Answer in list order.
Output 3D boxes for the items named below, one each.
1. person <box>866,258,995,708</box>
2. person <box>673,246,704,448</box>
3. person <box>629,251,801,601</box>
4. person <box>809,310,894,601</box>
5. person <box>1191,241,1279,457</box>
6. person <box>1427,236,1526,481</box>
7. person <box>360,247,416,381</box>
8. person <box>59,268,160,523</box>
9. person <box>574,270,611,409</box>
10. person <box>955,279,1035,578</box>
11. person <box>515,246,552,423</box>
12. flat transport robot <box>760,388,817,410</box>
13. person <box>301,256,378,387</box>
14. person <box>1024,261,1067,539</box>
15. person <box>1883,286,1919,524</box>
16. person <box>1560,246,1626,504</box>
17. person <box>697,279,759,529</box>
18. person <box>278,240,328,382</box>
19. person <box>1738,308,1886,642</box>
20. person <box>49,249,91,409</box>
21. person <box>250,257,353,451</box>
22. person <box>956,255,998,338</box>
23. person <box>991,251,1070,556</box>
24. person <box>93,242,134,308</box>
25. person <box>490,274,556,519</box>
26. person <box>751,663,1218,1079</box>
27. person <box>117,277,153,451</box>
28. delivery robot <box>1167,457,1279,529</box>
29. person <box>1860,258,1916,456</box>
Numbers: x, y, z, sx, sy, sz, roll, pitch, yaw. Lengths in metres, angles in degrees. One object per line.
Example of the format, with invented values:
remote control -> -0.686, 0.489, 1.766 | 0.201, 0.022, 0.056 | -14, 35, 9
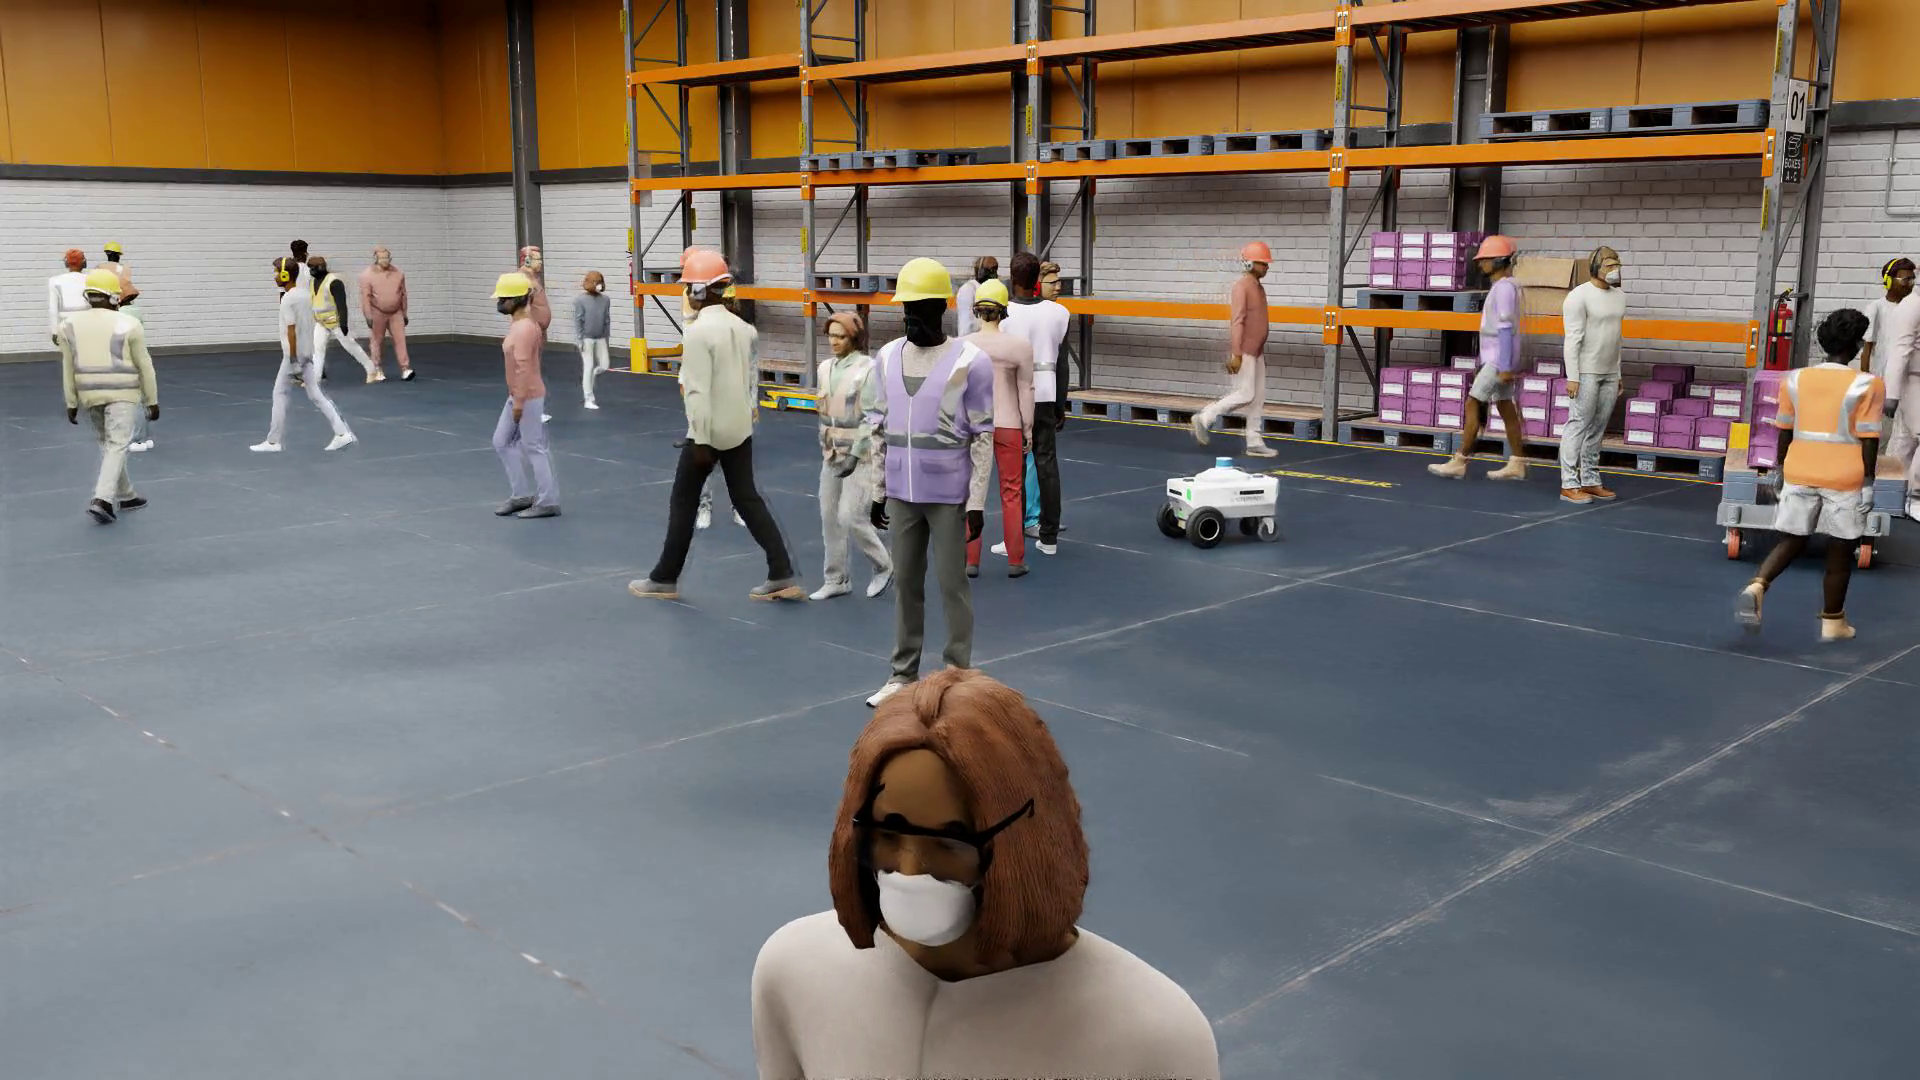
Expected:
person -> -0.137, -0.215, 7.026 | 0.584, 1.928, 0.367 | 6, 12, 30
person -> -2.427, -1.785, 15.596 | 0.698, 1.921, 0.563 | 5, 11, 24
person -> -1.344, -0.614, 9.171 | 0.999, 1.945, 0.636 | 5, 11, 25
person -> -0.597, -0.446, 9.115 | 0.440, 1.620, 0.530 | -10, 14, -44
person -> 2.563, -1.745, 15.257 | 0.733, 1.966, 0.625 | 5, 12, 27
person -> 4.299, -1.483, 13.717 | 0.922, 2.004, 0.633 | 3, 11, 17
person -> -7.944, -3.116, 23.069 | 0.689, 1.845, 1.011 | -8, 13, -38
person -> -6.081, -1.035, 11.876 | 0.607, 1.796, 0.910 | 0, 10, 1
person -> -4.333, -2.352, 19.535 | 0.495, 1.622, 0.431 | -10, 14, -43
person -> 0.183, -0.651, 9.842 | 0.525, 1.769, 0.327 | 1, 10, 7
person -> -4.640, -2.230, 18.078 | 0.403, 1.904, 0.651 | -1, 10, -7
flat transport robot -> -1.596, -1.611, 19.159 | 1.431, 0.197, 0.652 | 10, 14, 43
person -> -8.403, -2.958, 22.469 | 0.645, 1.772, 1.066 | 7, 13, 34
person -> 0.518, -0.942, 11.207 | 0.390, 1.847, 0.563 | 4, 11, 19
person -> 6.794, -1.032, 11.616 | 0.787, 1.869, 0.592 | -8, 13, -37
person -> 4.823, -1.251, 12.642 | 0.636, 1.939, 0.364 | -7, 12, -33
person -> -1.630, -0.948, 11.523 | 0.487, 1.744, 0.312 | -3, 11, -14
person -> -9.084, -3.164, 23.009 | 0.608, 1.963, 0.374 | -2, 11, -13
person -> 4.206, -0.297, 8.173 | 0.662, 1.678, 0.541 | -6, 12, -31
person -> -10.333, -2.485, 19.612 | 0.601, 1.846, 0.889 | -2, 11, -13
person -> -6.192, -1.728, 15.561 | 0.926, 1.830, 0.530 | 2, 11, 8
person -> 0.204, -1.876, 16.354 | 0.488, 1.829, 0.647 | 8, 13, 37
person -> 0.421, -0.842, 10.474 | 0.587, 1.917, 0.390 | -5, 11, -24
person -> -13.063, -3.645, 25.757 | 0.584, 1.918, 0.381 | 0, 10, 2
person -> -3.162, -1.009, 11.822 | 0.558, 1.743, 0.560 | -4, 11, -20
person -> 0.006, 0.914, 1.686 | 0.502, 1.627, 0.288 | 5, 11, 23
person -> -7.810, -1.647, 15.637 | 0.285, 1.633, 0.498 | -1, 10, -7
delivery robot -> 1.740, -0.304, 10.999 | 0.707, 0.478, 0.477 | -4, 11, -20
person -> 6.854, -1.150, 12.345 | 0.513, 1.852, 0.357 | -5, 11, -25
